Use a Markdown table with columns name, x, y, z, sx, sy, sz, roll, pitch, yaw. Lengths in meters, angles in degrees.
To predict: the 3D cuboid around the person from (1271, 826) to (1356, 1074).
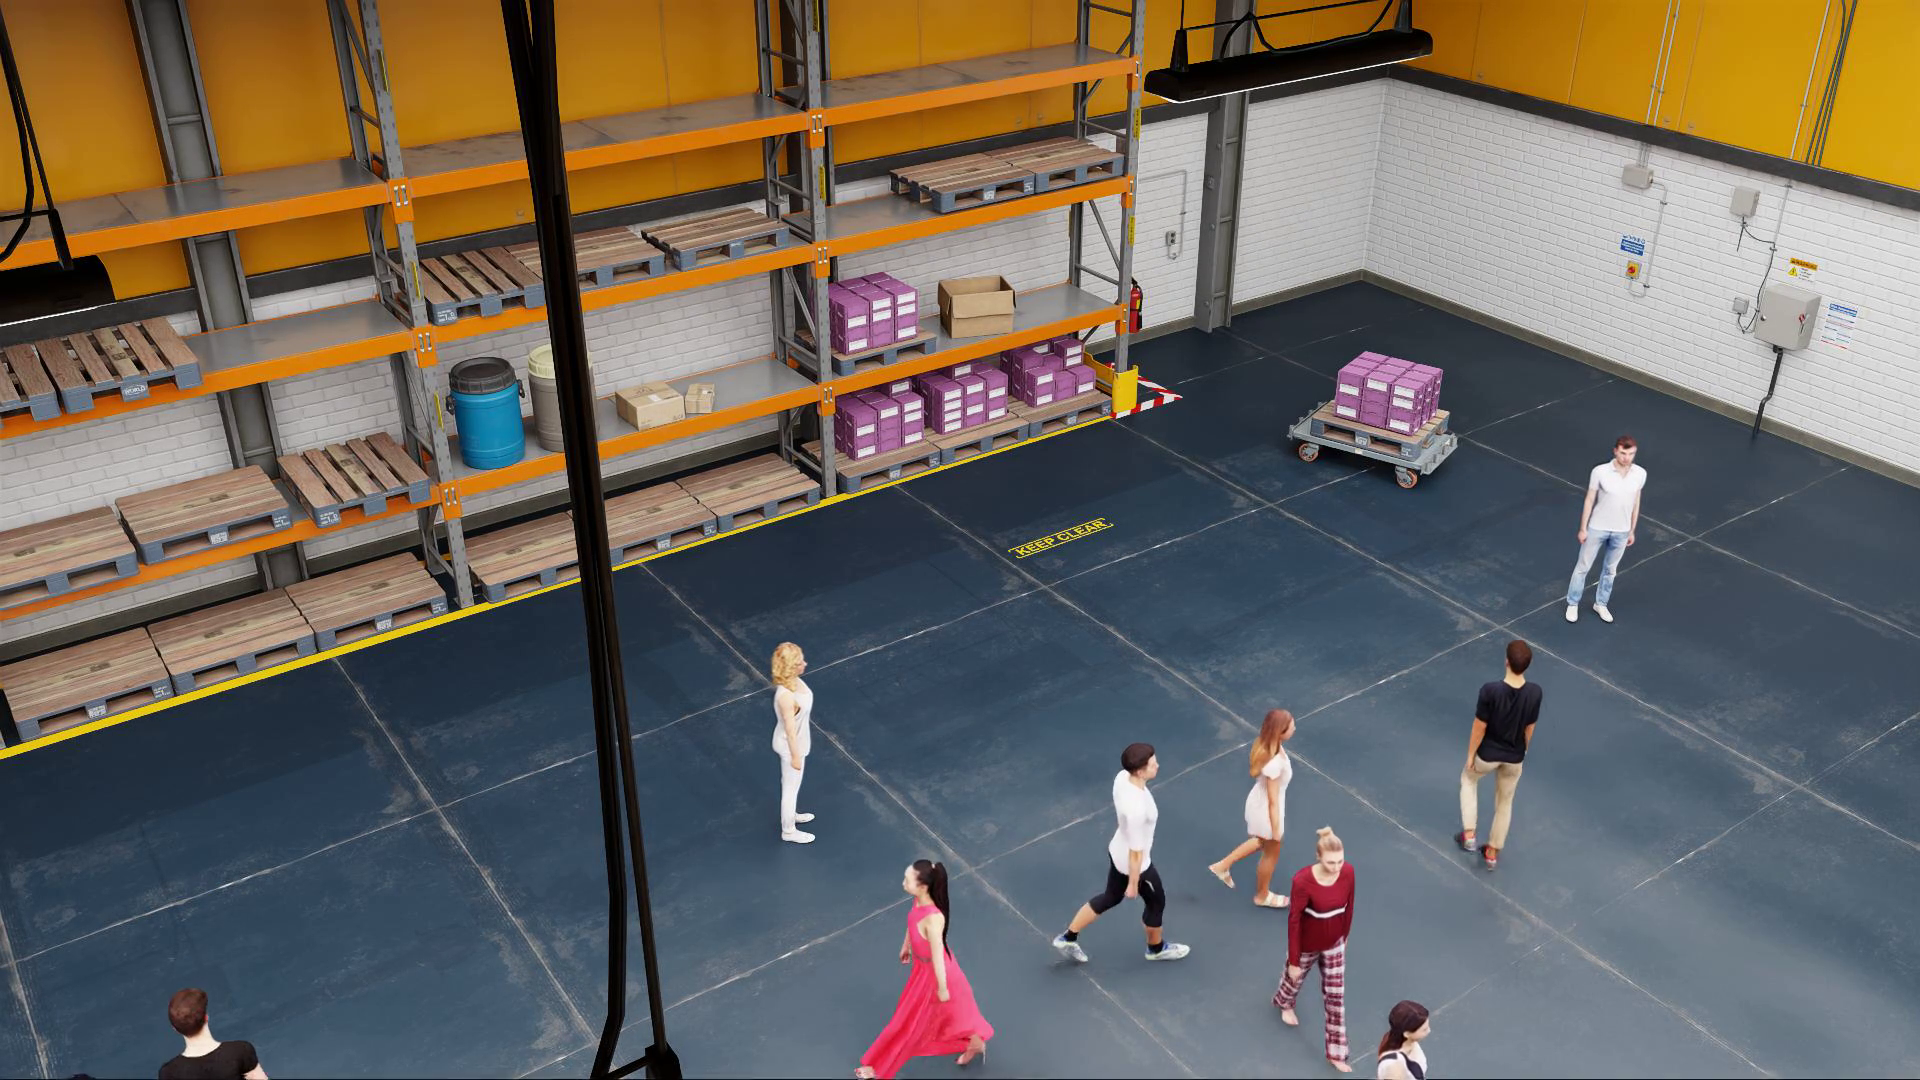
| name | x | y | z | sx | sy | sz | roll | pitch | yaw |
| --- | --- | --- | --- | --- | --- | --- | --- | --- | --- |
| person | 2.222 | 2.494 | 10.547 | 1.071 | 1.663 | 0.937 | -8 | 30 | -14 |

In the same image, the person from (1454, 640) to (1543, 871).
| name | x | y | z | sx | sy | sz | roll | pitch | yaw |
| --- | --- | --- | --- | --- | --- | --- | --- | --- | --- |
| person | 3.913 | 1.600 | 11.998 | 0.771 | 1.842 | 0.838 | 3 | 29 | 5 |

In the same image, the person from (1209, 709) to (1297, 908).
| name | x | y | z | sx | sy | sz | roll | pitch | yaw |
| --- | --- | --- | --- | --- | --- | --- | --- | --- | --- |
| person | 2.065 | 1.892 | 11.633 | 0.924 | 1.679 | 0.838 | 2 | 29 | 3 |

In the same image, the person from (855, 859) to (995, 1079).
| name | x | y | z | sx | sy | sz | roll | pitch | yaw |
| --- | --- | --- | --- | --- | --- | --- | --- | --- | --- |
| person | -0.087 | 2.661 | 10.232 | 1.205 | 1.671 | 0.929 | -5 | 29 | -8 |

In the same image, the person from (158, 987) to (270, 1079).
| name | x | y | z | sx | sy | sz | roll | pitch | yaw |
| --- | --- | --- | --- | --- | --- | --- | --- | --- | --- |
| person | -3.900 | 3.280 | 8.907 | 1.238 | 1.854 | 0.998 | -9 | 30 | -15 |

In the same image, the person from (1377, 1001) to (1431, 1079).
| name | x | y | z | sx | sy | sz | roll | pitch | yaw |
| --- | --- | --- | --- | --- | --- | --- | --- | --- | --- |
| person | 2.317 | 3.199 | 9.278 | 0.847 | 1.641 | 0.799 | 7 | 29 | 12 |

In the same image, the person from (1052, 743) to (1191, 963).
| name | x | y | z | sx | sy | sz | roll | pitch | yaw |
| --- | --- | --- | --- | --- | --- | --- | --- | --- | --- |
| person | 1.051 | 2.118 | 11.068 | 1.290 | 1.824 | 1.022 | -5 | 29 | -9 |

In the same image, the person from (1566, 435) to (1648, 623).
| name | x | y | z | sx | sy | sz | roll | pitch | yaw |
| --- | --- | --- | --- | --- | --- | --- | --- | --- | --- |
| person | 5.897 | -0.111 | 15.126 | 0.695 | 1.850 | 0.790 | 1 | 29 | 2 |

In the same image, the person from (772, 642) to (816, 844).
| name | x | y | z | sx | sy | sz | roll | pitch | yaw |
| --- | --- | --- | --- | --- | --- | --- | --- | --- | --- |
| person | -1.260 | 1.485 | 12.390 | 0.700 | 1.670 | 0.689 | -3 | 29 | -5 |
